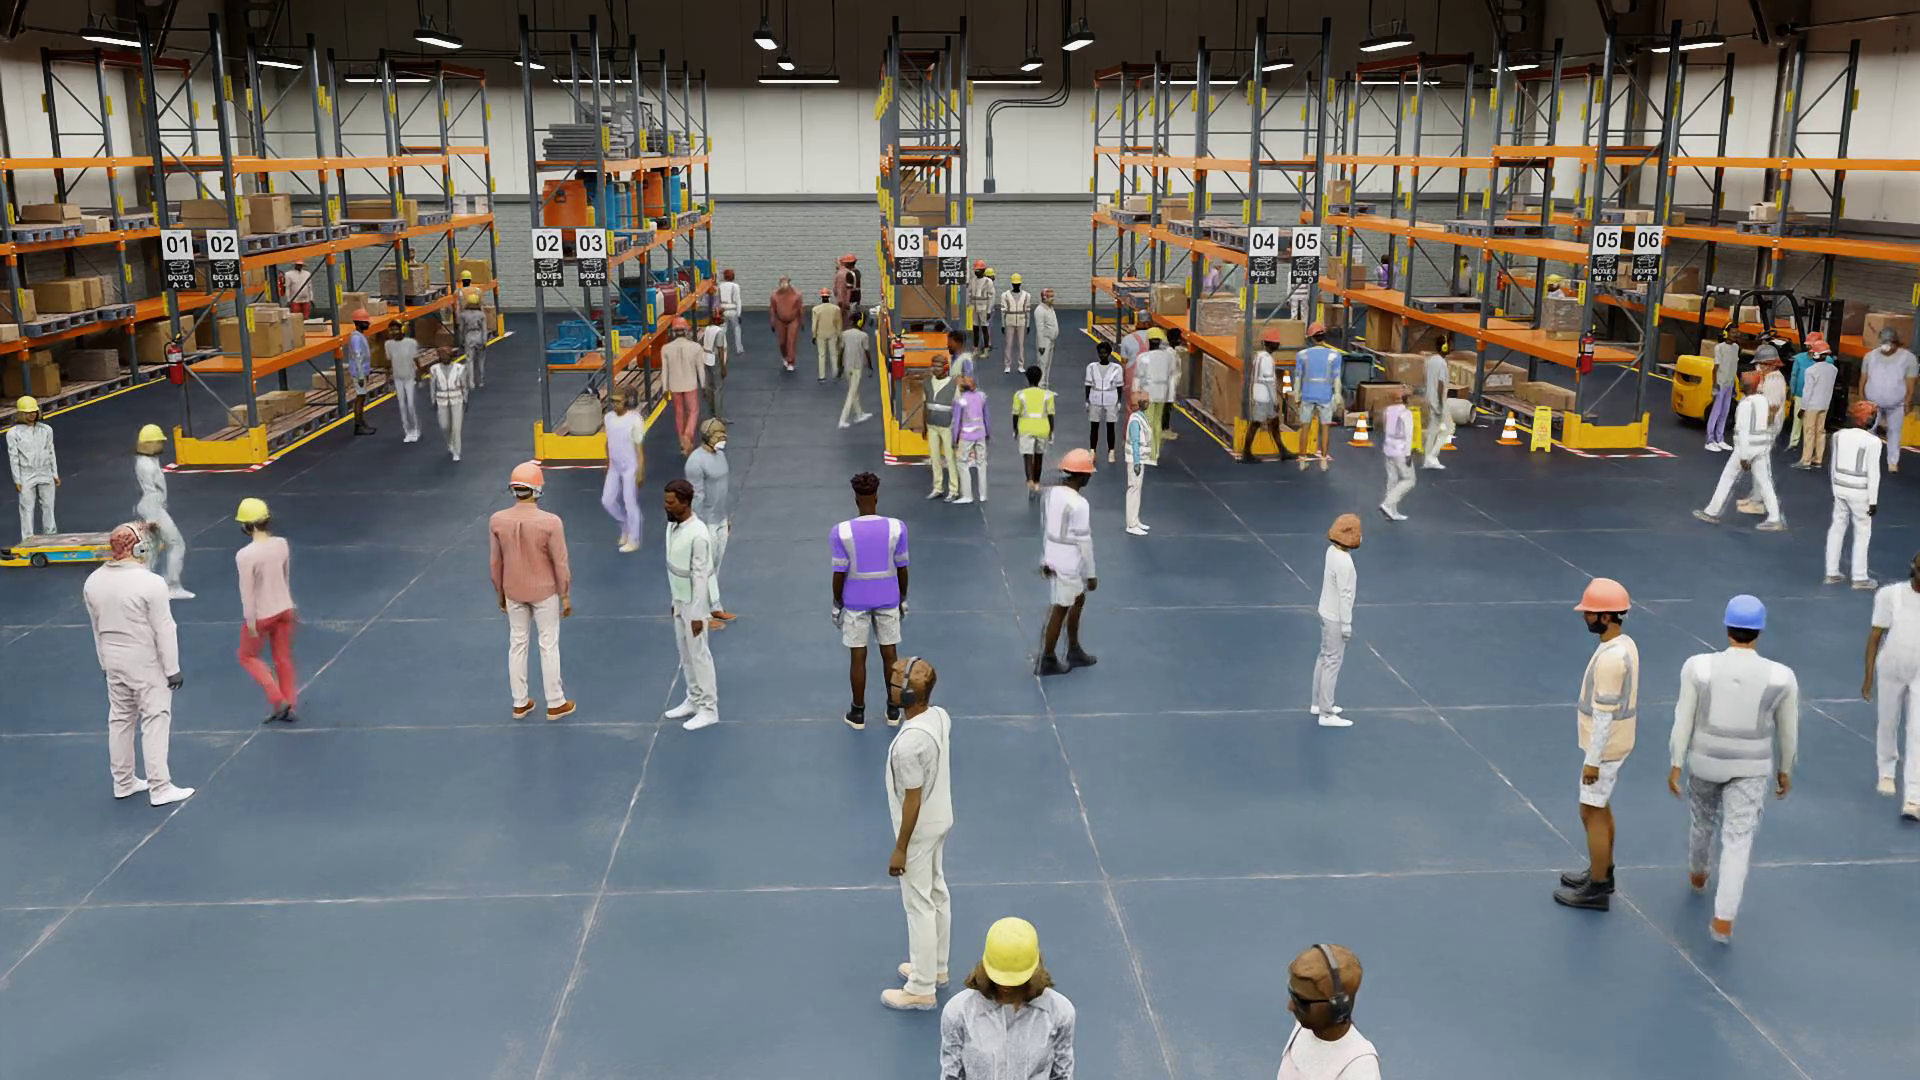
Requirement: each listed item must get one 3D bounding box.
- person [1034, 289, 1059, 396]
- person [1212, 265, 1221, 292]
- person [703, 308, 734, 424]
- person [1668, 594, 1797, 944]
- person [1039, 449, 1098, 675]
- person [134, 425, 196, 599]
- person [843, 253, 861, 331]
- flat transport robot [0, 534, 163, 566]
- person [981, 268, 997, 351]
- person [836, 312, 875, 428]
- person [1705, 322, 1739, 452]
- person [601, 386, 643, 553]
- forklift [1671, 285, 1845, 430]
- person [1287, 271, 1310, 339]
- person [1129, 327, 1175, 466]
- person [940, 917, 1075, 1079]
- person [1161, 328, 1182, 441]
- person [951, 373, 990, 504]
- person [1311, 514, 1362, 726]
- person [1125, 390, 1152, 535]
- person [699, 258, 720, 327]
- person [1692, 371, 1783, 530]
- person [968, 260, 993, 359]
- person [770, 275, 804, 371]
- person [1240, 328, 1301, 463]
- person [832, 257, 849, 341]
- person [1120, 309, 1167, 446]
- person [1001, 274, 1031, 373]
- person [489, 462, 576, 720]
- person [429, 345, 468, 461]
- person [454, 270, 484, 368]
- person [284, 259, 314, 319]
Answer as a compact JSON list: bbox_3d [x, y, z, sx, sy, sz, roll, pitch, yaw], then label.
[{"bbox_3d":[1.523,-3.443,29.141,0.409,1.908,0.639,4,14,18],"label":"person"},{"bbox_3d":[5.949,-5.615,38.918,0.307,1.636,0.525,6,15,24],"label":"person"},{"bbox_3d":[-3.876,-2.754,26.353,0.390,1.846,0.564,-8,15,-29],"label":"person"},{"bbox_3d":[4.334,1.239,9.345,0.640,1.890,1.026,6,15,24],"label":"person"},{"bbox_3d":[0.975,0.186,13.749,0.724,1.906,0.555,-6,14,-22],"label":"person"},{"bbox_3d":[-7.713,-0.261,16.060,0.622,1.723,0.499,-9,16,-33],"label":"person"},{"bbox_3d":[-2.397,-5.318,36.824,0.398,2.040,0.611,4,14,18],"label":"person"},{"bbox_3d":[-9.345,0.087,17.692,1.431,0.197,0.652,-2,13,-9],"label":"flat transport robot"},{"bbox_3d":[0.633,-4.990,35.995,0.309,1.769,0.533,5,14,19],"label":"person"},{"bbox_3d":[-1.655,-2.683,26.156,0.539,1.806,0.954,9,16,34],"label":"person"},{"bbox_3d":[11.051,-2.214,24.013,0.532,1.870,0.315,-8,15,-31],"label":"person"},{"bbox_3d":[-3.641,-0.758,17.928,0.547,1.829,0.406,8,15,29],"label":"person"},{"bbox_3d":[12.503,-2.886,26.166,2.313,2.155,1.214,-1,13,-3],"label":"forklift"},{"bbox_3d":[7.739,-5.509,37.945,0.575,1.883,0.355,-1,13,-3],"label":"person"},{"bbox_3d":[2.629,-1.993,23.014,0.588,1.906,0.654,-5,14,-22],"label":"person"},{"bbox_3d":[0.168,2.134,5.884,0.484,1.735,0.311,-1,13,-5],"label":"person"},{"bbox_3d":[3.155,-2.336,24.924,0.319,1.689,0.539,2,13,9],"label":"person"},{"bbox_3d":[0.140,-1.249,20.454,0.546,1.629,0.316,-10,16,-36],"label":"person"},{"bbox_3d":[2.871,0.599,12.630,0.287,1.624,0.496,0,13,-1],"label":"person"},{"bbox_3d":[2.019,-0.886,18.876,0.306,1.641,0.522,3,14,11],"label":"person"},{"bbox_3d":[-6.045,-5.979,40.332,0.874,1.705,0.602,10,17,37],"label":"person"},{"bbox_3d":[9.073,-1.034,19.133,0.587,1.830,1.030,-9,16,-33],"label":"person"},{"bbox_3d":[0.404,-4.792,34.564,0.606,2.044,0.374,11,17,38],"label":"person"},{"bbox_3d":[-3.403,-4.293,32.810,0.654,1.881,0.679,1,13,3],"label":"person"},{"bbox_3d":[4.323,-1.963,22.894,0.948,1.892,0.559,2,13,9],"label":"person"},{"bbox_3d":[-2.704,-5.479,37.782,0.404,1.900,0.657,2,13,9],"label":"person"},{"bbox_3d":[2.662,-2.363,24.276,0.683,2.000,0.535,0,13,0],"label":"person"},{"bbox_3d":[1.083,-4.213,32.357,0.587,1.928,0.362,-2,13,-7],"label":"person"},{"bbox_3d":[-3.257,0.394,12.697,0.622,1.992,0.386,2,13,10],"label":"person"},{"bbox_3d":[-7.164,-1.939,23.386,0.518,1.621,0.551,-2,13,-8],"label":"person"},{"bbox_3d":[-9.772,-4.393,33.116,0.585,1.929,0.371,-9,16,-33],"label":"person"},{"bbox_3d":[-14.656,-5.330,36.949,0.400,1.989,0.623,12,18,41],"label":"person"}]
